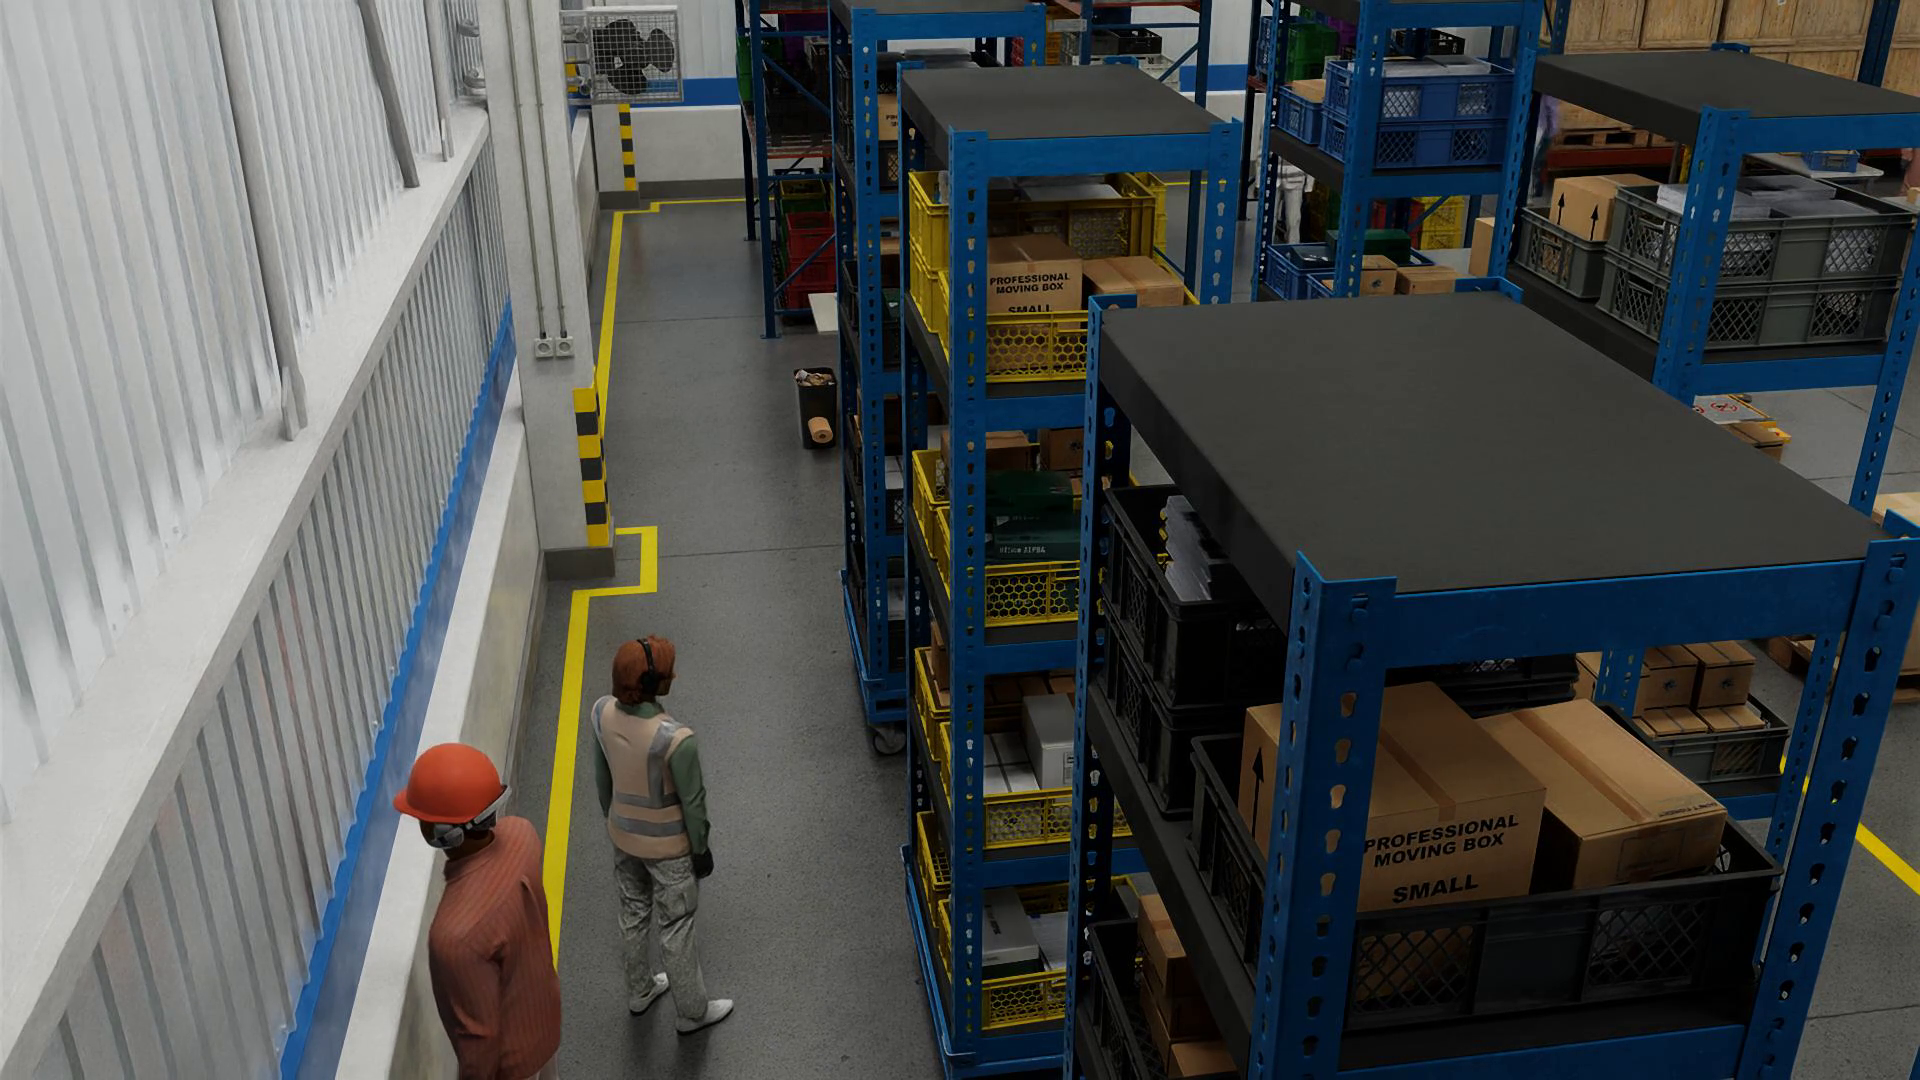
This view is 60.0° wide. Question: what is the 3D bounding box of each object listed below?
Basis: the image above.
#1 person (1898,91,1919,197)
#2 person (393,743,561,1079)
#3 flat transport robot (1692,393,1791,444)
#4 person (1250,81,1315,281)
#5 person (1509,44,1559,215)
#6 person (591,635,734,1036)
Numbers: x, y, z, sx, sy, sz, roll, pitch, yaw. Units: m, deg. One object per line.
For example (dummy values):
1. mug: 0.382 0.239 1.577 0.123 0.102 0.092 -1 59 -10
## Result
1. person: 9.823 -3.877 16.751 0.653 1.906 0.405 0 25 1
2. person: -1.390 1.484 4.993 0.395 1.994 0.612 2 25 4
3. flat transport robot: 5.224 -0.859 12.132 1.431 0.197 0.652 -4 25 -8
4. person: 3.036 -3.338 15.603 0.584 1.883 0.346 11 27 22
5. person: 6.061 -4.397 17.894 0.853 1.888 0.648 -18 30 -34
6. person: -1.139 1.113 6.223 0.515 1.636 0.314 16 29 32
